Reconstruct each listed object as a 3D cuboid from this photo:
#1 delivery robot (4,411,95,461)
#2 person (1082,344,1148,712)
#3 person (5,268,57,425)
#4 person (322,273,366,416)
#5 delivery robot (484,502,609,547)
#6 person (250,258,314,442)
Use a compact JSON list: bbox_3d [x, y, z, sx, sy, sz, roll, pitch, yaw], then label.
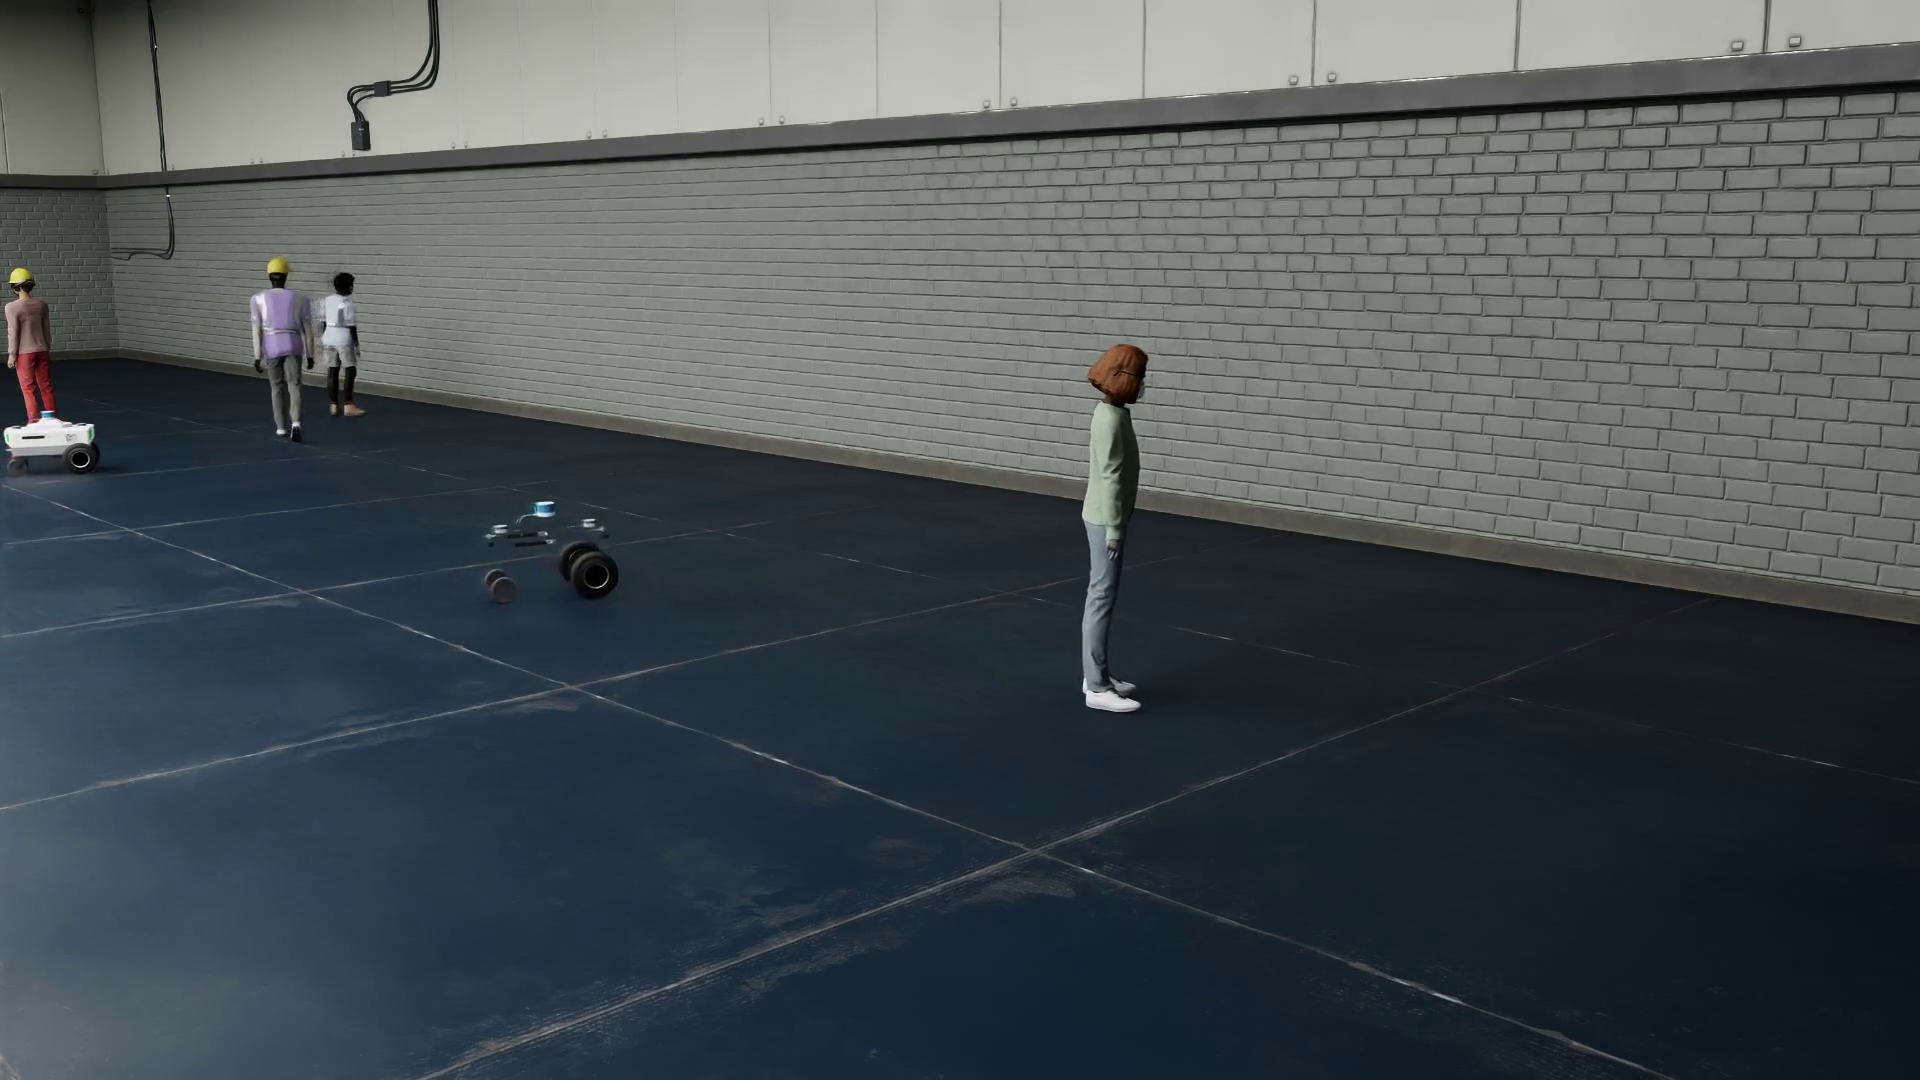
[{"bbox_3d":[-8.172,-0.917,14.942,0.707,0.478,0.477,-5,11,-24],"label":"delivery robot"},{"bbox_3d":[0.691,-0.066,7.496,0.284,1.632,0.501,1,10,5],"label":"person"},{"bbox_3d":[-9.713,-1.939,17.355,0.313,1.768,0.527,3,11,15],"label":"person"},{"bbox_3d":[-7.292,-2.297,19.580,0.612,1.668,0.317,6,12,31],"label":"person"},{"bbox_3d":[-2.447,-0.110,9.833,0.698,0.223,0.335,-5,11,-23],"label":"delivery robot"},{"bbox_3d":[-7.032,-1.982,17.295,0.590,1.883,0.951,-4,11,-23],"label":"person"}]
